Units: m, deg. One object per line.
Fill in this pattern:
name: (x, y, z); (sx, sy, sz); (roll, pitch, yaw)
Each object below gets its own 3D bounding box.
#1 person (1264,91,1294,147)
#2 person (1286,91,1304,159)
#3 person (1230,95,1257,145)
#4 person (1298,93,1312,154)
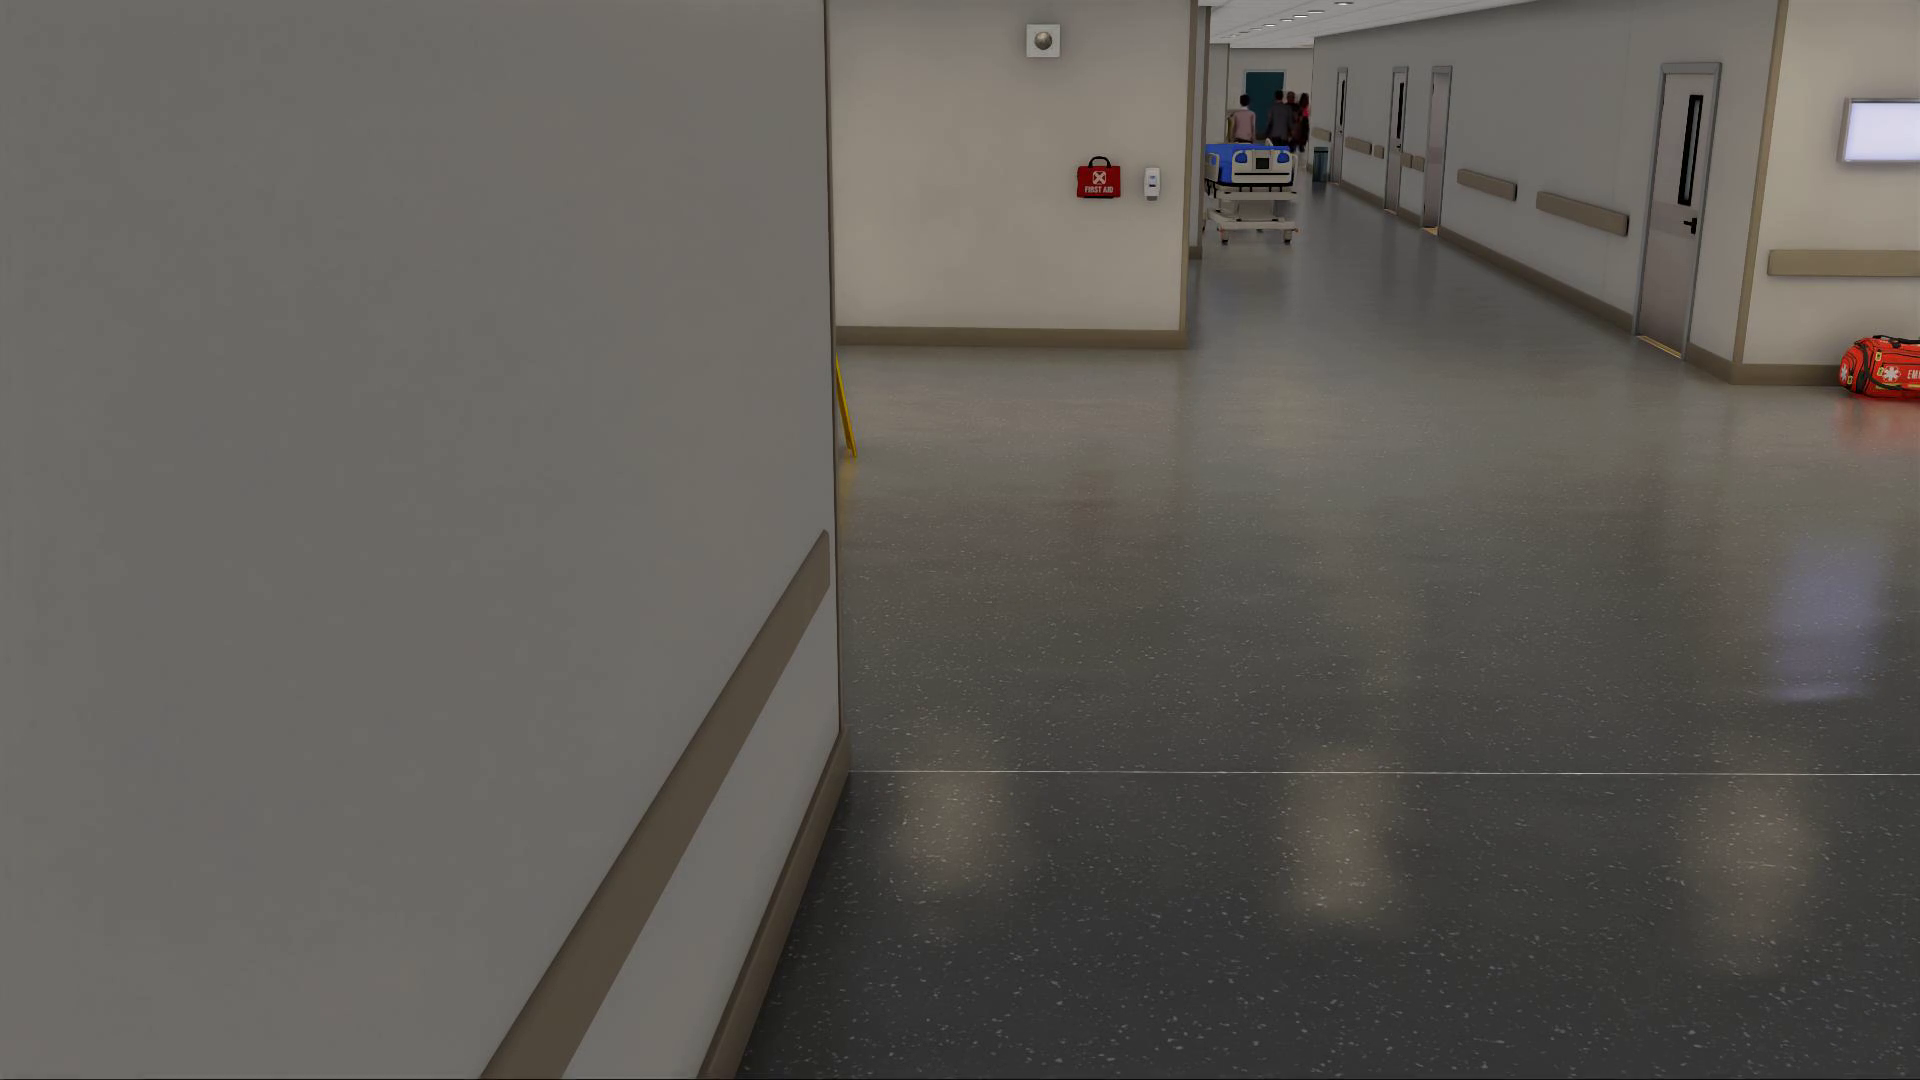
person: (6.617, -8.318, 34.431); (1.191, 1.806, 0.918); (-1, 16, -4)
person: (7.163, -8.797, 36.121); (1.145, 1.770, 0.810); (0, 16, 0)
person: (5.529, -7.762, 32.541); (1.146, 1.760, 0.832); (4, 16, 13)
person: (9.664, -11.741, 46.865); (0.849, 1.646, 0.796); (-15, 22, -43)
